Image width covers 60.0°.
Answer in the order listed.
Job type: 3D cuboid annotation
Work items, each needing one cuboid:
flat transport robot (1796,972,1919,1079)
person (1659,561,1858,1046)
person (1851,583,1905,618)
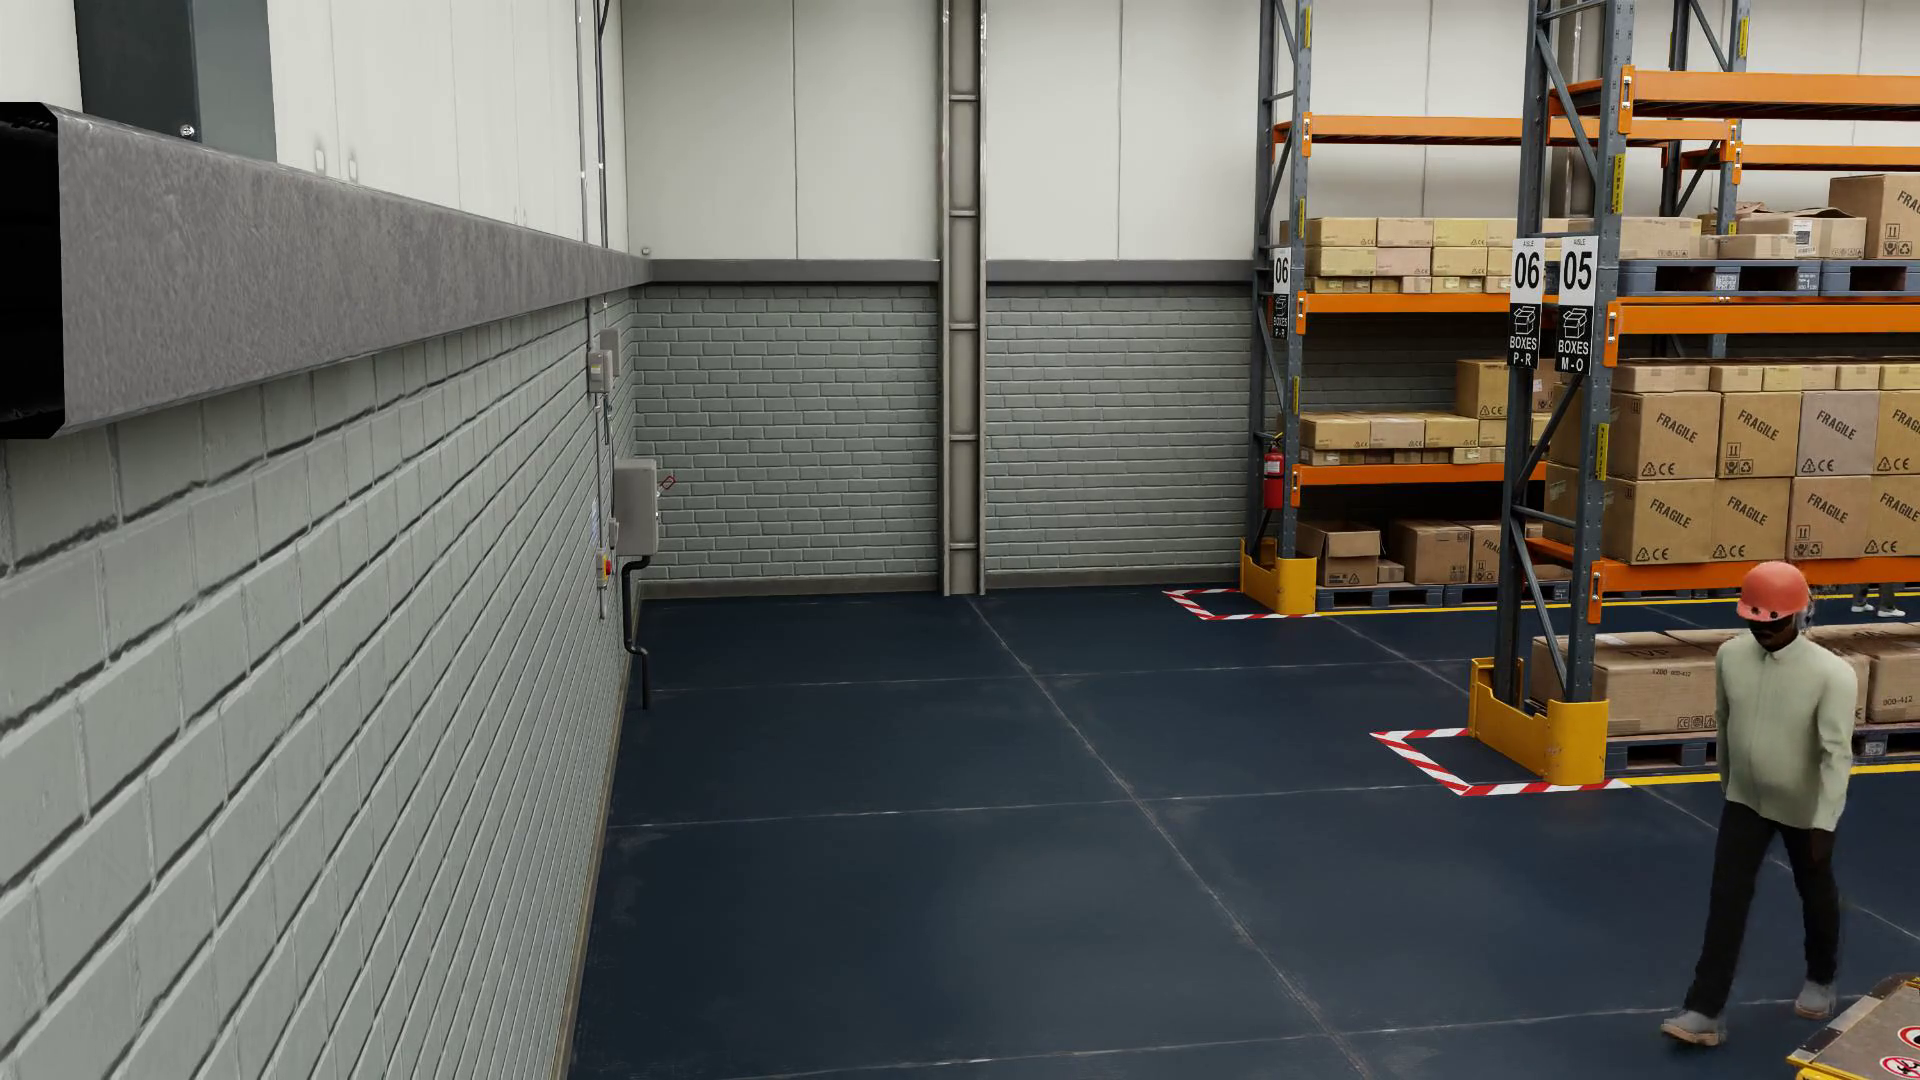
[{"bbox_3d":[3.504,1.931,6.027,1.431,0.197,0.652,-8,13,-42],"label":"flat transport robot"},{"bbox_3d":[3.228,1.029,6.553,1.069,1.929,0.624,-7,11,-35],"label":"person"},{"bbox_3d":[8.123,-0.277,14.594,0.400,1.918,0.589,-5,11,-29],"label":"person"}]
